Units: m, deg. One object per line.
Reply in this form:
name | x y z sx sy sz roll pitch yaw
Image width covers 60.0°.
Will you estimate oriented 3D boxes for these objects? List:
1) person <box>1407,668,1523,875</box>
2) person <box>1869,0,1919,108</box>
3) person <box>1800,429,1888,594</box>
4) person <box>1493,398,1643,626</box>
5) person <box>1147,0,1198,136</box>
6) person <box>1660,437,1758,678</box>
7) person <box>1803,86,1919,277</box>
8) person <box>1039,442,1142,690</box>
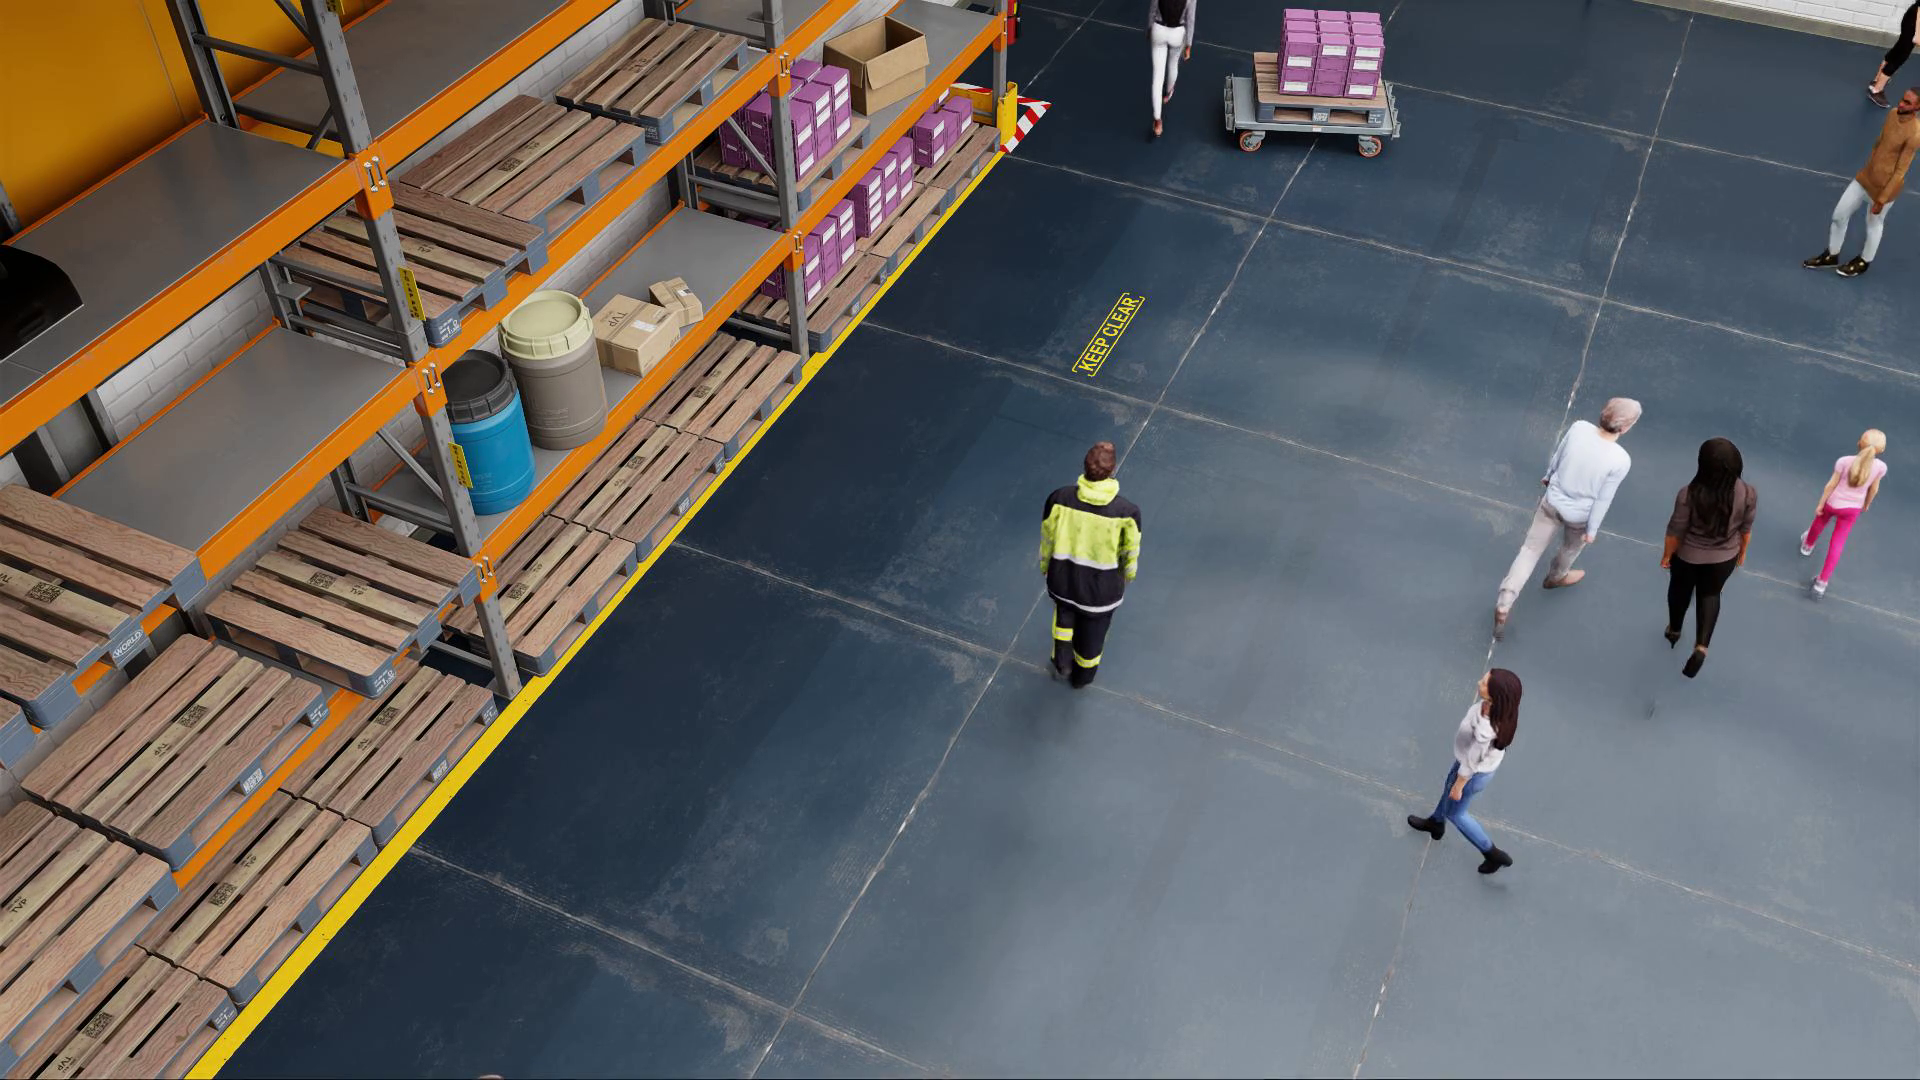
person | 3.035 1.344 9.626 0.766 1.612 0.882 25 49 24
person | 9.359 -5.121 16.348 0.896 1.702 0.586 17 46 17
person | 6.119 -0.201 11.512 0.543 1.248 0.910 15 46 15
person | 3.989 -0.153 11.032 1.336 1.841 1.102 -31 52 -29
person | 1.982 -4.724 15.952 0.866 1.674 1.279 5 44 5
person | 4.774 0.173 10.718 0.820 1.802 0.974 13 45 14
person | 7.868 -3.022 14.077 0.928 1.795 0.878 -7 44 -7
person | 0.783 0.239 10.524 0.837 1.975 0.769 10 44 10
